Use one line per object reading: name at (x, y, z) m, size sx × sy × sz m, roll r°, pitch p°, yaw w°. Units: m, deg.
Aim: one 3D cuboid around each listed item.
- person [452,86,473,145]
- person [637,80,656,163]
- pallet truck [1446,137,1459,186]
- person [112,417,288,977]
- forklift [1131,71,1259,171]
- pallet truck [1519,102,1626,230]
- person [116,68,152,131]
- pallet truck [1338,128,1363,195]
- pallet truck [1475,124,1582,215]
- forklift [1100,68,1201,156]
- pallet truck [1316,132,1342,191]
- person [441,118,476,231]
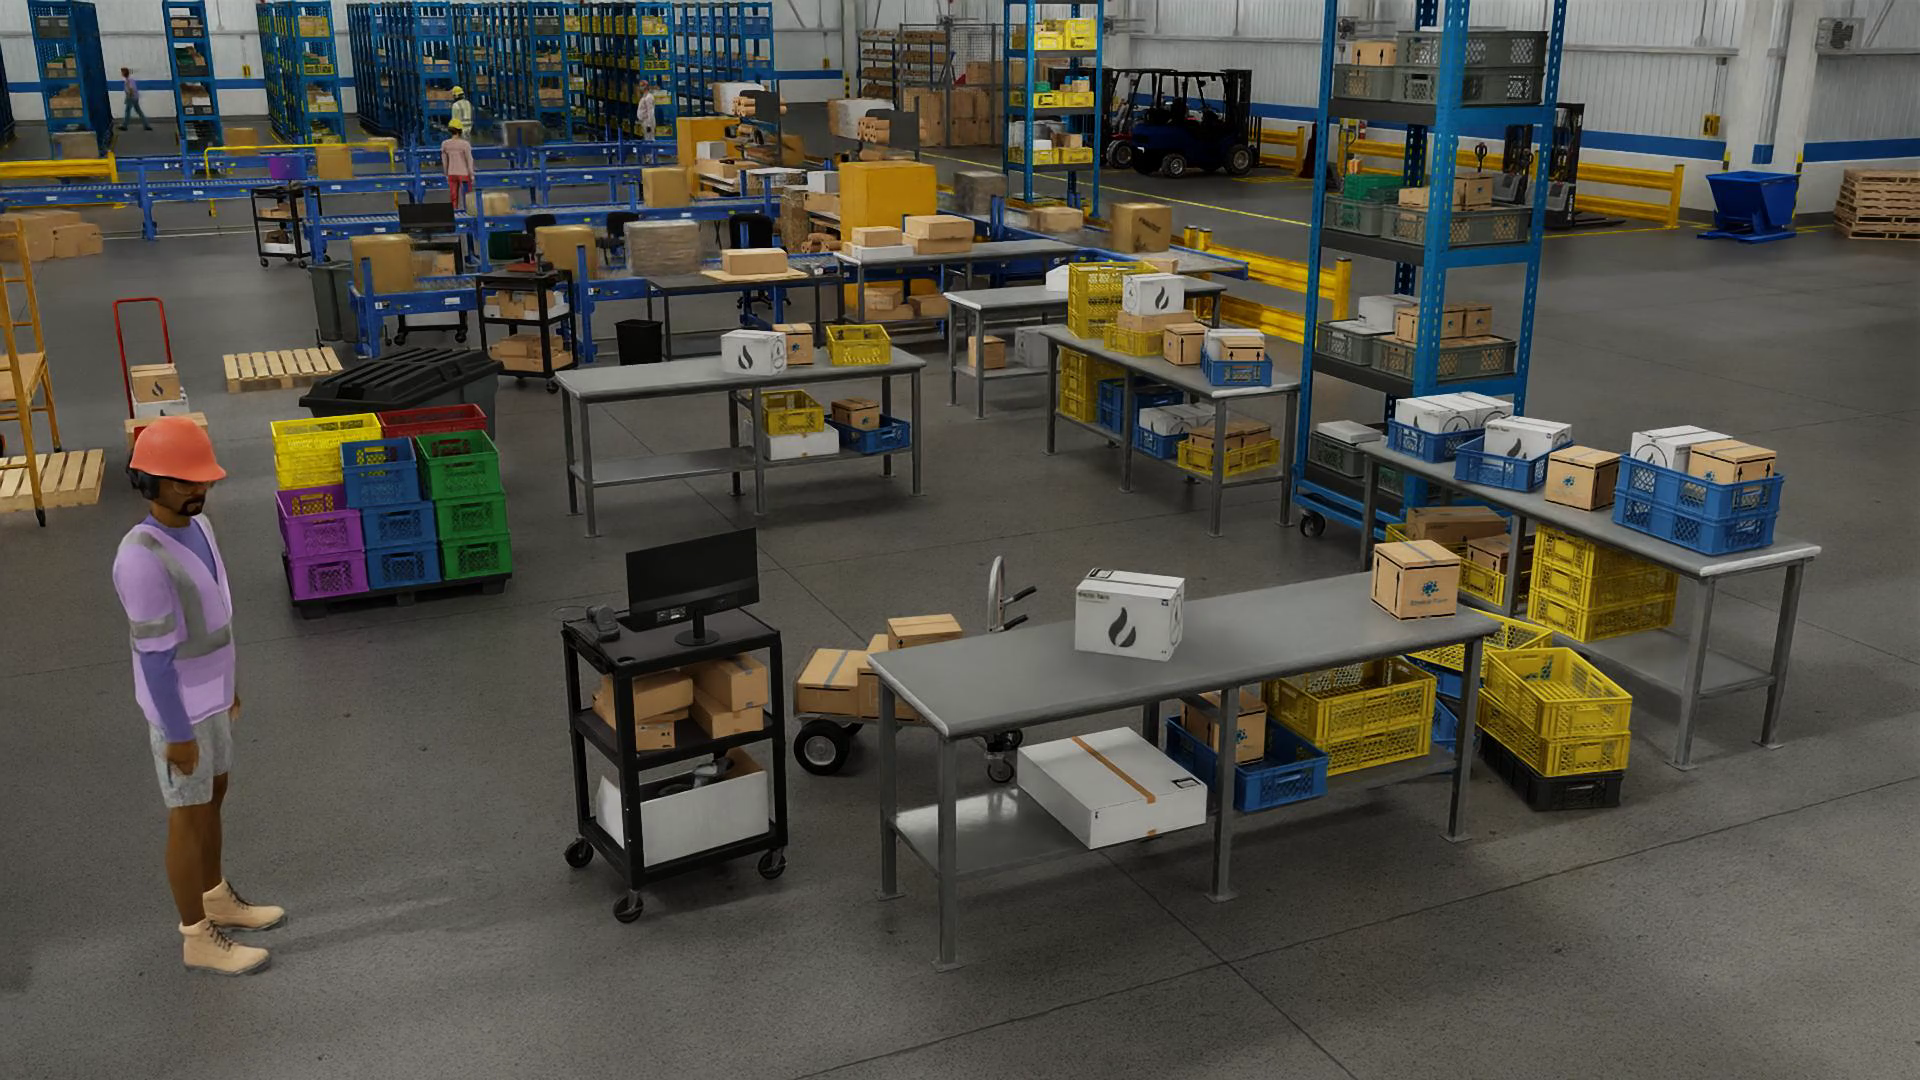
person at (-10.809, -8.917, 36.157) m, size 0.403 × 1.825 × 0.616 m, roll 7°, pitch 19°, yaw 22°
person at (-7.035, -9.341, 37.339) m, size 0.405 × 1.911 × 0.636 m, roll -6°, pitch 19°, yaw -18°
pallet truck at (9.184, -6.485, 29.328) m, size 1.630 × 1.274 × 0.653 m, roll -8°, pitch 19°, yaw -23°
person at (-2.711, 0.558, 5.943) m, size 0.395 × 2.039 × 0.607 m, roll -2°, pitch 18°, yaw -6°
forklift at (4.998, -8.936, 35.413) m, size 2.680 × 1.987 × 1.157 m, roll -9°, pitch 20°, yaw -25°
pallet truck at (9.972, -6.037, 26.785) m, size 1.885 × 1.965 × 0.823 m, roll -9°, pitch 20°, yaw -25°
person at (-24.334, -12.933, 48.839) m, size 0.958 × 1.800 × 0.571 m, roll -4°, pitch 18°, yaw -11°
pallet truck at (7.845, -7.140, 31.411) m, size 1.522 × 1.261 × 0.704 m, roll -9°, pitch 20°, yaw -25°
pallet truck at (9.707, -6.455, 28.103) m, size 1.885 × 1.965 × 0.823 m, roll -7°, pitch 19°, yaw -20°
forklift at (4.082, -9.564, 37.410) m, size 2.680 × 1.987 × 1.157 m, roll -8°, pitch 19°, yaw -23°
pallet truck at (7.723, -7.504, 32.656) m, size 1.601 × 1.201 × 0.680 m, roll -8°, pitch 19°, yaw -23°
person at (-7.881, -5.737, 26.219) m, size 0.529 × 1.768 × 0.312 m, roll 4°, pitch 18°, yaw 13°
